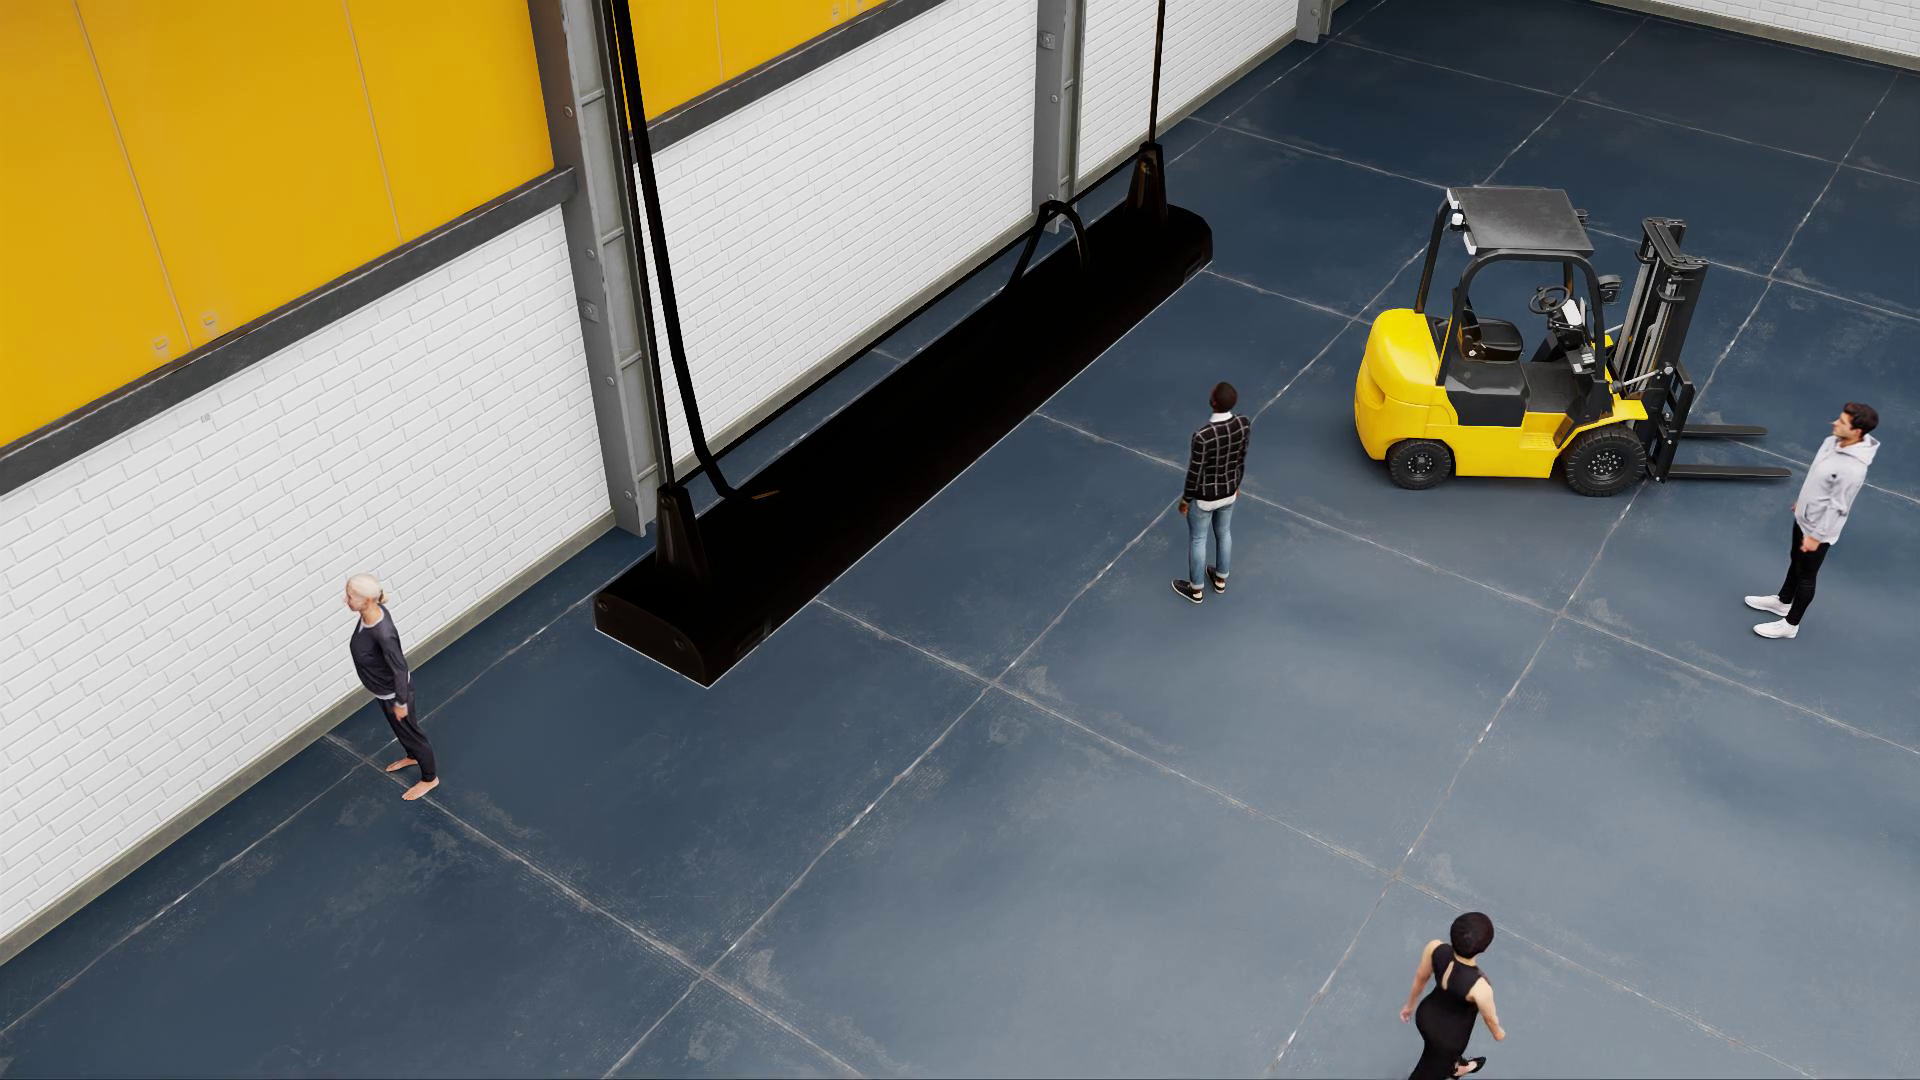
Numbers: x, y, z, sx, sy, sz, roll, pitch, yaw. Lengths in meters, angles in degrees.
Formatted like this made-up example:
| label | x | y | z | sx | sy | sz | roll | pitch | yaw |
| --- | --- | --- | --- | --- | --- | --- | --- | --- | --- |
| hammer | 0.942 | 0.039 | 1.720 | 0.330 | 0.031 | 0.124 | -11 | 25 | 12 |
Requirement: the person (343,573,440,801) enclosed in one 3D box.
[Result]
| label | x | y | z | sx | sy | sz | roll | pitch | yaw |
| --- | --- | --- | --- | --- | --- | --- | --- | --- | --- |
| person | -3.564 | 0.885 | 10.400 | 0.640 | 1.726 | 0.678 | -23 | 44 | -26 |

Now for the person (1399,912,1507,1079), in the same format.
| label | x | y | z | sx | sy | sz | roll | pitch | yaw |
| --- | --- | --- | --- | --- | --- | --- | --- | --- | --- |
| person | 2.383 | 2.538 | 8.471 | 1.141 | 1.551 | 0.924 | -17 | 42 | -20 |

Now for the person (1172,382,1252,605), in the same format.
| label | x | y | z | sx | sy | sz | roll | pitch | yaw |
| --- | --- | --- | --- | --- | --- | --- | --- | --- | --- |
| person | 1.812 | -0.340 | 11.858 | 0.661 | 1.821 | 0.801 | -19 | 42 | -22 |

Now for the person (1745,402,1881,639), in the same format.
| label | x | y | z | sx | sy | sz | roll | pitch | yaw |
| --- | --- | --- | --- | --- | --- | --- | --- | --- | --- |
| person | 5.964 | -0.145 | 11.528 | 0.828 | 1.930 | 0.689 | 7 | 39 | 8 |
